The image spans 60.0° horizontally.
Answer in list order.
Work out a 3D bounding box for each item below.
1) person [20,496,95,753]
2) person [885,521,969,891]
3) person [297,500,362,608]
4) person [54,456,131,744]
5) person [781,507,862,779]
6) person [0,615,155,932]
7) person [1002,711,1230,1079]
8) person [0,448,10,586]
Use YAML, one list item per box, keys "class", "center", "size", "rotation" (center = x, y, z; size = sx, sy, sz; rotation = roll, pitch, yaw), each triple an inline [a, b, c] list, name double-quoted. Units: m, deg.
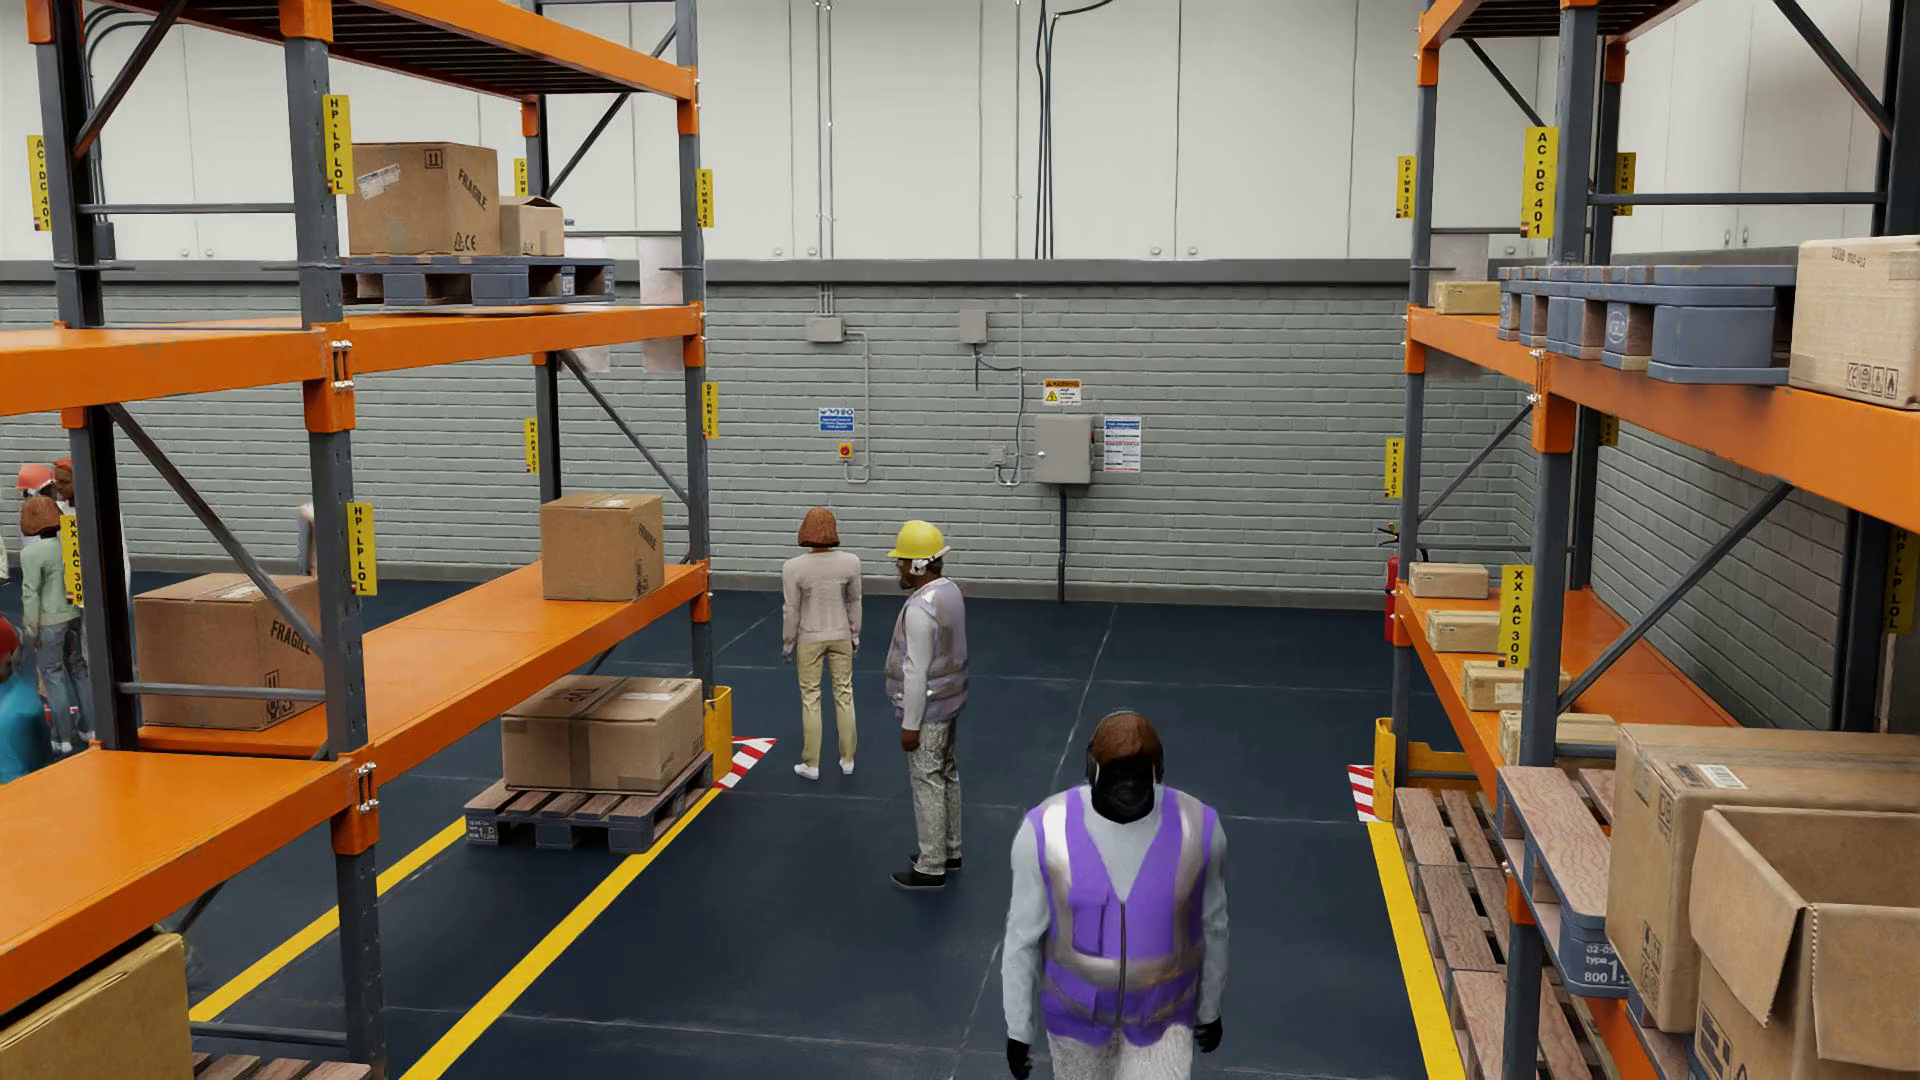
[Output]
- class: "person"
  center: [-5.715, 0.529, 10.510]
  size: [0.277, 1.626, 0.502]
  rotation: [1, 9, 9]
- class: "person"
  center: [-0.167, 0.809, 8.191]
  size: [0.405, 1.824, 0.588]
  rotation: [2, 9, 14]
- class: "person"
  center: [-4.553, 0.265, 12.136]
  size: [0.539, 1.624, 0.383]
  rotation: [-6, 11, -34]
- class: "person"
  center: [-5.545, 0.388, 10.583]
  size: [0.584, 1.883, 0.337]
  rotation: [3, 10, 18]
- class: "person"
  center: [-0.825, 0.614, 9.956]
  size: [0.498, 1.634, 0.279]
  rotation: [-4, 10, -23]
- class: "person"
  center: [-3.725, 1.101, 6.693]
  size: [0.733, 1.719, 0.576]
  rotation: [-8, 12, -39]
- class: "person"
  center: [0.445, 1.378, 4.733]
  size: [0.655, 1.793, 0.962]
  rotation: [1, 9, 5]
- class: "person"
  center: [-9.443, -0.410, 15.967]
  size: [0.574, 1.737, 0.354]
  rotation: [4, 10, 23]
